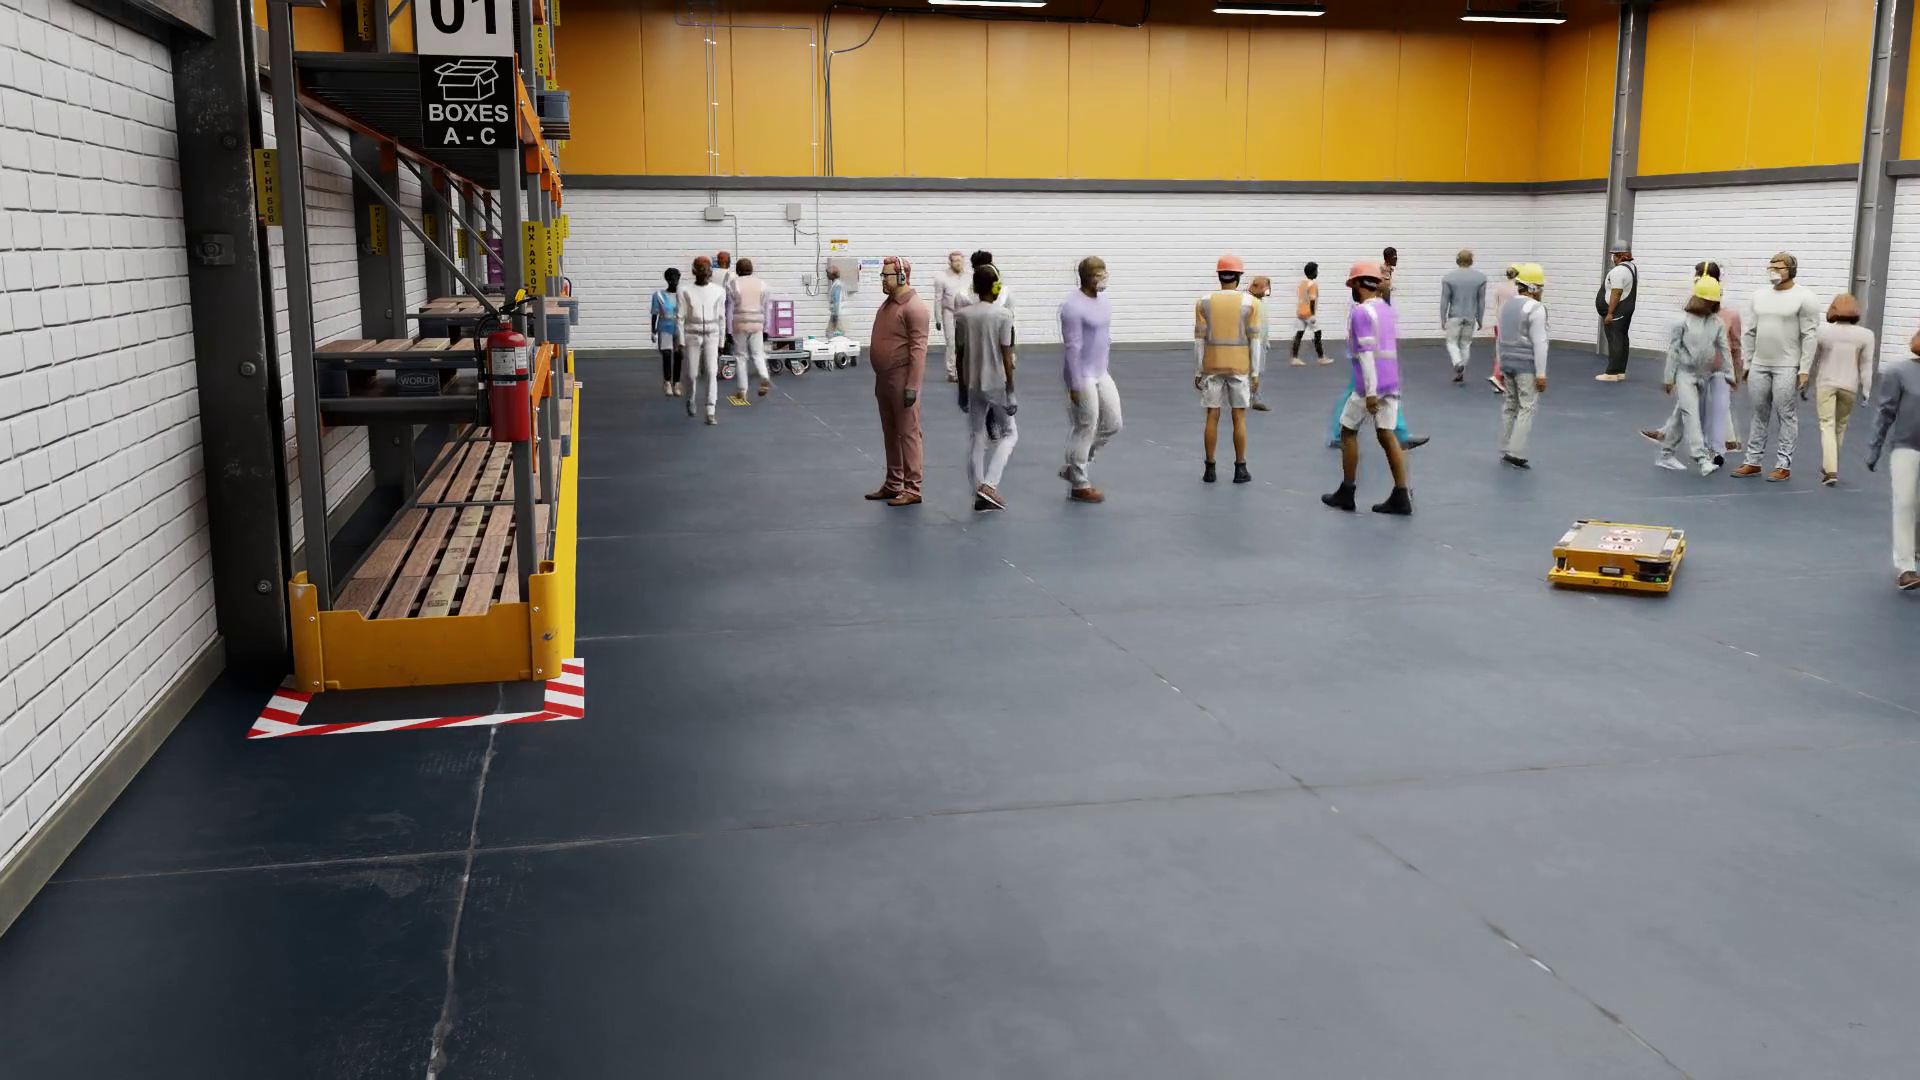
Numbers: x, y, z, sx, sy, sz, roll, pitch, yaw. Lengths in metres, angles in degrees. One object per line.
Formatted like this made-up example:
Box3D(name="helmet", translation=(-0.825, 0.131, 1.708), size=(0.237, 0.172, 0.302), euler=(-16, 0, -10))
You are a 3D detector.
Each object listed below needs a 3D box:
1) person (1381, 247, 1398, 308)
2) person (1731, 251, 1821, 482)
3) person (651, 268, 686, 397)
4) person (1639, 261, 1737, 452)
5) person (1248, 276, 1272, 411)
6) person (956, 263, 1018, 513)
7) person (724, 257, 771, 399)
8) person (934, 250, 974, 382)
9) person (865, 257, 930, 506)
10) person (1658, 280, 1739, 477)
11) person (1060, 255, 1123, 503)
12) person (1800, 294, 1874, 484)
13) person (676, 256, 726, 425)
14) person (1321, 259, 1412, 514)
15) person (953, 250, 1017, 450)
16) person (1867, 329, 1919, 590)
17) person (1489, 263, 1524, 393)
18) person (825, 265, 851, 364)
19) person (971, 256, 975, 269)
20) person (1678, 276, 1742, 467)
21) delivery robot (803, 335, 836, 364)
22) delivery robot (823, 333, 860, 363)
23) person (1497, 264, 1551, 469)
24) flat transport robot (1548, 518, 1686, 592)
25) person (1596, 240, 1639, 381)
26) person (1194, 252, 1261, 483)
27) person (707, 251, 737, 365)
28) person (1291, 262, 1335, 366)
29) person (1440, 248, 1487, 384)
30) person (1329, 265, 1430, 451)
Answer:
Box3D(name="person", translation=(7.037, -3.883, 27.562), size=(0.398, 1.920, 0.590), euler=(1, 10, 8))
Box3D(name="person", translation=(6.917, -1.462, 14.089), size=(0.376, 1.940, 0.627), euler=(-6, 12, -29))
Box3D(name="person", translation=(-3.710, -2.688, 21.593), size=(0.554, 1.667, 0.652), euler=(-4, 11, -21))
Box3D(name="person", translation=(7.136, -1.773, 16.128), size=(0.954, 1.819, 0.539), euler=(7, 12, 33))
Box3D(name="person", translation=(3.531, -2.340, 19.844), size=(0.394, 1.620, 0.500), euler=(6, 12, 31))
Box3D(name="person", translation=(0.216, -1.124, 12.431), size=(0.548, 1.859, 0.385), euler=(6, 12, 32))
Box3D(name="person", translation=(-2.699, -2.689, 21.235), size=(0.621, 1.825, 0.633), euler=(-5, 11, -26))
Box3D(name="person", translation=(-0.068, -3.230, 24.021), size=(0.664, 1.890, 0.519), euler=(-4, 11, -21))
Box3D(name="person", translation=(-0.496, -1.224, 12.862), size=(0.410, 1.909, 0.643), euler=(-6, 12, -29))
Box3D(name="person", translation=(6.410, -1.402, 14.437), size=(0.509, 1.674, 0.915), euler=(-3, 11, -15))
Box3D(name="person", translation=(1.019, -1.242, 12.917), size=(0.440, 1.920, 0.649), euler=(7, 12, 33))
Box3D(name="person", translation=(7.383, -1.272, 14.014), size=(0.503, 1.585, 0.869), euler=(2, 10, 12))
Box3D(name="person", translation=(-2.894, -2.232, 18.547), size=(0.571, 1.866, 0.701), euler=(-3, 11, -17))
Box3D(name="person", translation=(3.079, -1.146, 12.468), size=(0.560, 1.882, 0.831), euler=(-10, 14, -44))
Box3D(name="person", translation=(0.245, -1.852, 16.226), size=(0.632, 1.942, 0.459), euler=(-1, 10, -7))
Box3D(name="person", translation=(5.618, -0.486, 9.636), size=(0.526, 1.594, 0.832), euler=(2, 10, 11))
Box3D(name="person", translation=(7.272, -2.794, 22.019), size=(0.414, 1.730, 0.564), euler=(-3, 11, -16))
Box3D(name="person", translation=(-2.043, -3.706, 27.381), size=(0.509, 1.615, 0.566), euler=(-2, 10, -12))
Box3D(name="person", translation=(0.324, -3.879, 27.799), size=(0.445, 1.831, 0.631), euler=(-4, 11, -23))
Box3D(name="person", translation=(6.715, -1.497, 14.907), size=(0.540, 1.703, 0.927), euler=(4, 11, 19))
Box3D(name="delivery robot", translation=(-2.300, -2.940, 25.852), size=(0.707, 0.478, 0.477), euler=(-5, 11, -26))
Box3D(name="delivery robot", translation=(-1.916, -3.075, 26.602), size=(0.477, 0.478, 0.707), euler=(7, 12, 33))
Box3D(name="person", translation=(5.011, -1.536, 14.870), size=(0.472, 1.830, 0.632), euler=(-3, 11, -18))
Box3D(name="flat transport robot", translation=(4.044, 0.077, 10.182), size=(0.652, 0.197, 1.431), euler=(5, 11, 26))
Box3D(name="person", translation=(9.532, -3.340, 24.214), size=(0.538, 2.000, 0.683), euler=(9, 13, 40))
Box3D(name="person", translation=(2.250, -1.445, 14.008), size=(0.551, 1.932, 0.378), euler=(3, 11, 16))
Box3D(name="person", translation=(-3.762, -3.621, 26.252), size=(0.591, 1.871, 0.546), euler=(7, 12, 33))
Box3D(name="person", translation=(5.716, -3.633, 26.845), size=(0.781, 1.662, 0.553), euler=(-3, 11, -16))
Box3D(name="person", translation=(7.064, -3.123, 23.344), size=(0.633, 1.922, 0.640), euler=(0, 10, 2))
Box3D(name="person", translation=(4.031, -1.739, 16.024), size=(0.972, 1.795, 0.575), euler=(8, 13, 37))
